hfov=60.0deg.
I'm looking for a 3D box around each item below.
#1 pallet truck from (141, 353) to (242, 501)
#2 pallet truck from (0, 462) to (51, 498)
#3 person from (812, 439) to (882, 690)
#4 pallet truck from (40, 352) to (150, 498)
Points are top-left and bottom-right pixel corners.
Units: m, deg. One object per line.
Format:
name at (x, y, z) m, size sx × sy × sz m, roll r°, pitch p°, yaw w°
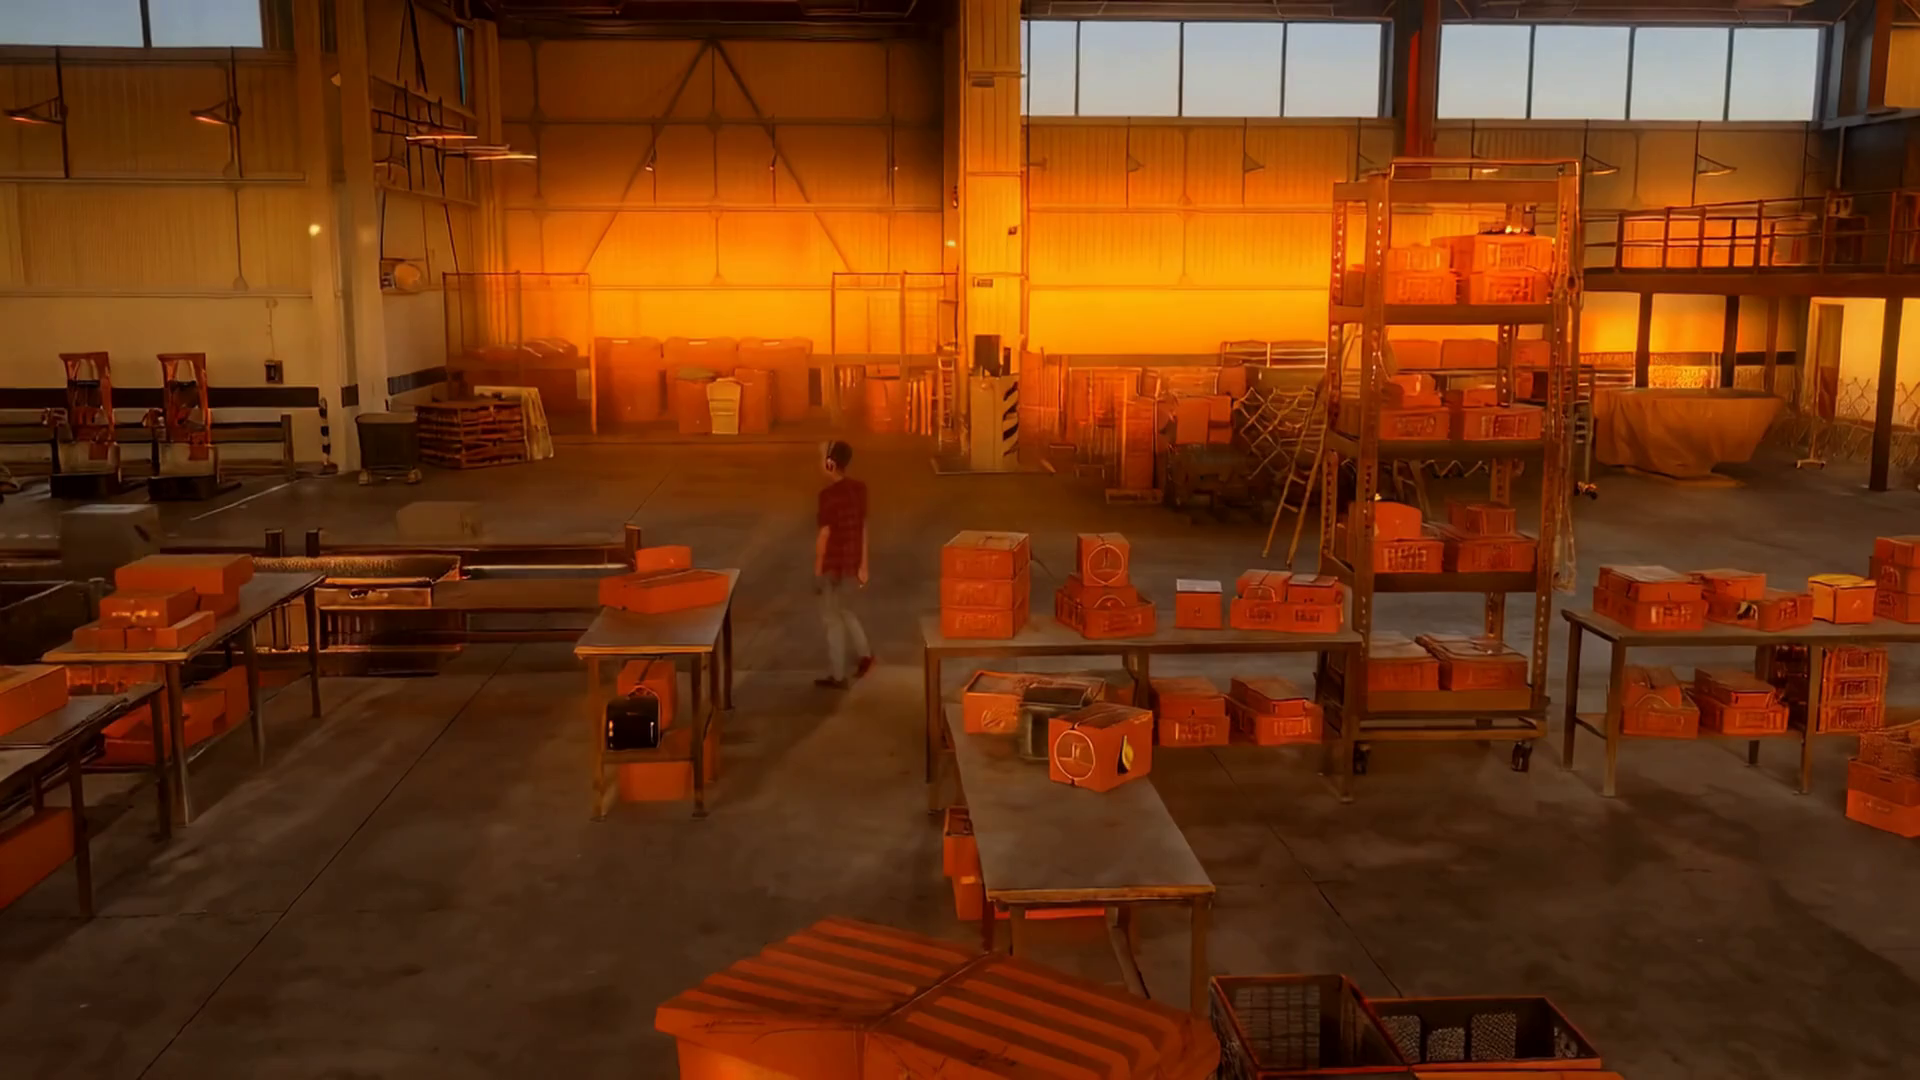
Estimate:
pallet truck at (-10.520, -1.604, 22.925) m, size 0.823 × 1.965 × 1.885 m, roll -1°, pitch 9°, yaw -6°
pallet truck at (-13.193, -1.293, 23.148) m, size 0.653 × 1.274 × 1.630 m, roll -1°, pitch 9°, yaw -4°
person at (-0.850, 0.193, 12.091) m, size 0.445 × 1.853 × 0.537 m, roll 7°, pitch 12°, yaw 38°
pallet truck at (-11.907, -1.642, 23.165) m, size 0.823 × 1.965 × 1.885 m, roll 0°, pitch 9°, yaw 0°
